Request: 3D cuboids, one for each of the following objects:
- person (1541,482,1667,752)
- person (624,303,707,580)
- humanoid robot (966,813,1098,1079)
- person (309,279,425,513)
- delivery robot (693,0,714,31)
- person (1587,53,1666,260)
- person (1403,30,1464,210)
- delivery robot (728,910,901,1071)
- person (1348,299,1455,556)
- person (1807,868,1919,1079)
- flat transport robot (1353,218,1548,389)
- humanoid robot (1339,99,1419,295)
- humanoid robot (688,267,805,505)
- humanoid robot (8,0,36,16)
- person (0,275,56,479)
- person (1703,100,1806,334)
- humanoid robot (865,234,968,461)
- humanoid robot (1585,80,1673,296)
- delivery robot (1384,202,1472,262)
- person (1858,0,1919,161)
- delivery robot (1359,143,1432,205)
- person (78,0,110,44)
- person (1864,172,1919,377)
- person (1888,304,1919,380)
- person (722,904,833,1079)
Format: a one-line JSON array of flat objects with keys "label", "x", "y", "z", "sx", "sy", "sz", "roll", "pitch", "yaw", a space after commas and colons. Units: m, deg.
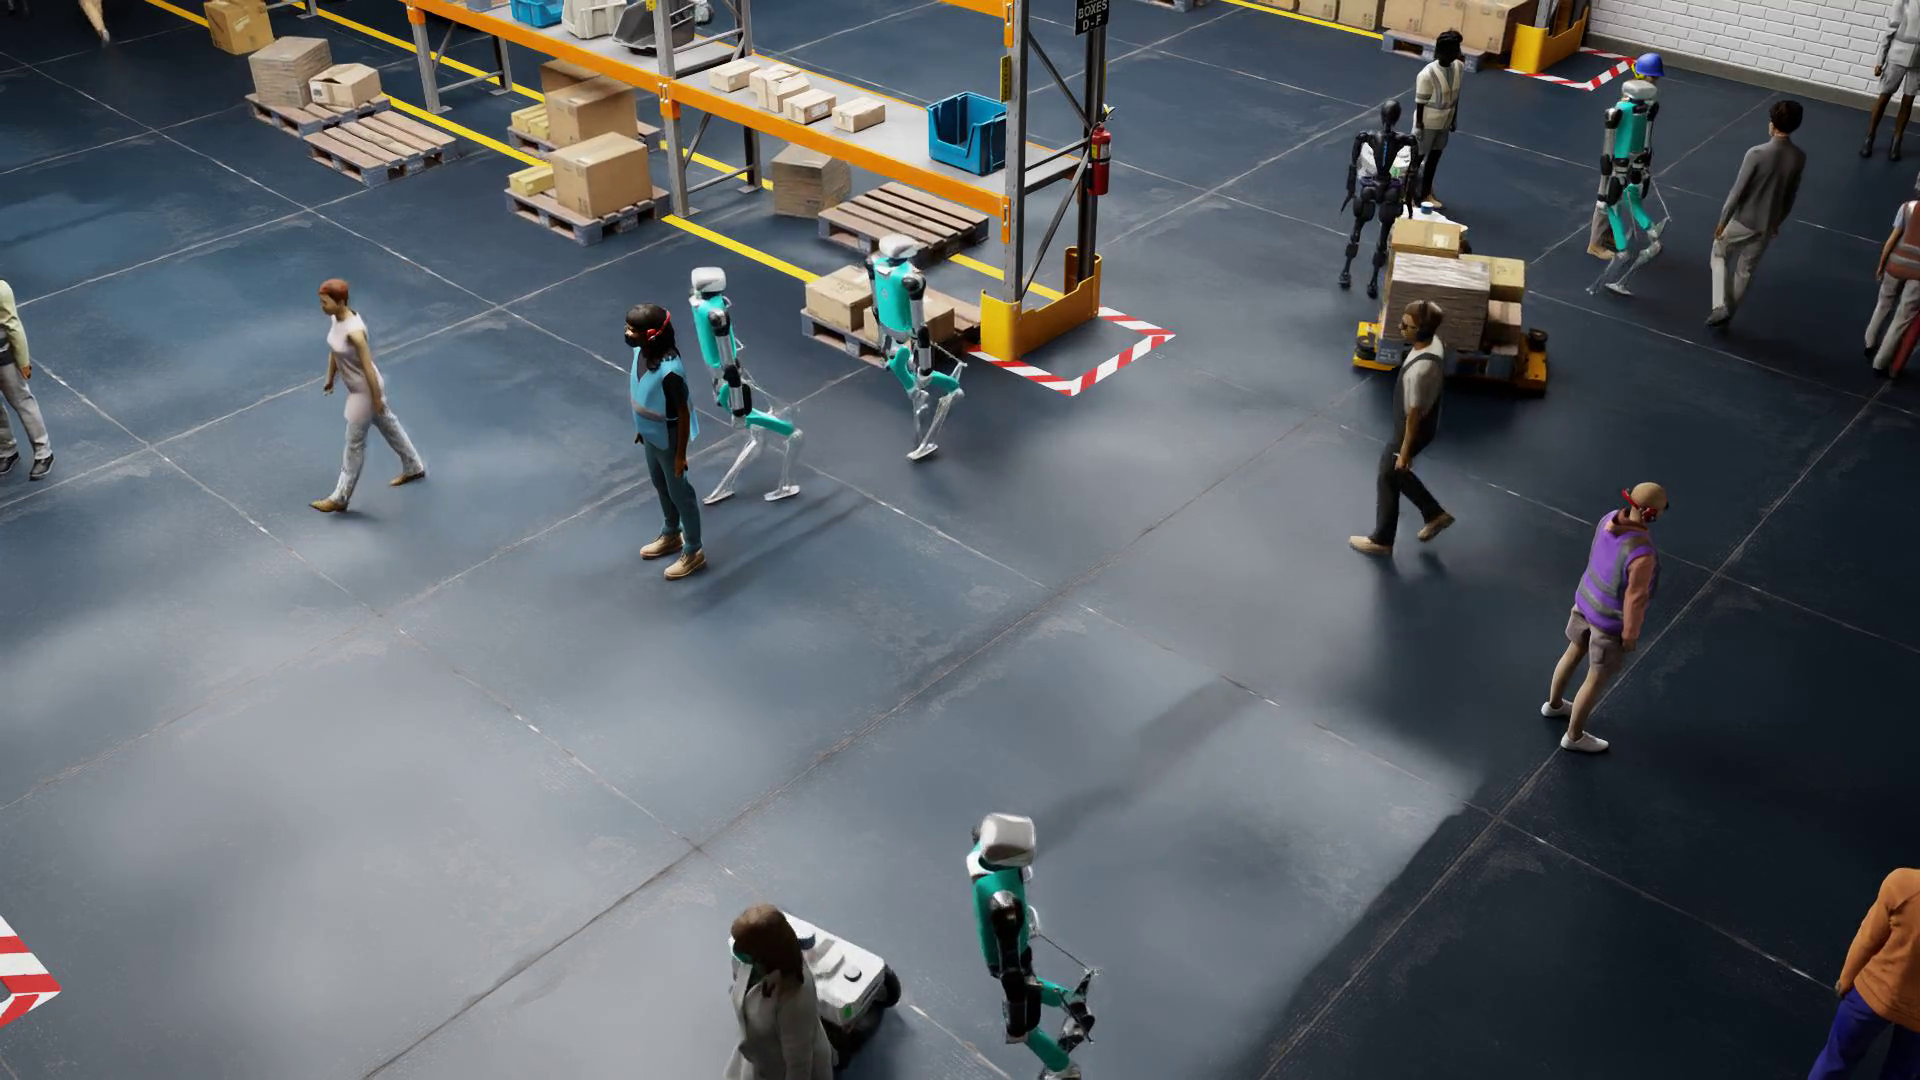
[{"label": "person", "x": 3.496, "y": 0.407, "z": 8.975, "sx": 0.354, "sy": 1.685, "sz": 0.486, "roll": -4, "pitch": 35, "yaw": -6}, {"label": "person", "x": -1.823, "y": -0.620, "z": 10.302, "sx": 0.373, "sy": 1.865, "sz": 0.535, "roll": -23, "pitch": 41, "yaw": -30}, {"label": "humanoid robot", "x": 0.371, "y": 1.834, "z": 6.901, "sx": 0.682, "sy": 1.846, "sz": 0.531, "roll": -5, "pitch": 35, "yaw": -7}, {"label": "person", "x": -4.066, "y": -0.969, "z": 11.024, "sx": 0.848, "sy": 1.620, "sz": 0.441, "roll": -20, "pitch": 39, "yaw": -26}, {"label": "delivery robot", "x": -3.361, "y": -6.364, "z": 19.761, "sx": 0.759, "sy": 0.575, "sz": 0.499, "roll": 14, "pitch": 37, "yaw": 20}, {"label": "person", "x": 5.720, "y": -3.293, "z": 14.252, "sx": 0.307, "sy": 1.778, "sz": 0.471, "roll": 23, "pitch": 41, "yaw": 29}, {"label": "person", "x": 4.280, "y": -3.767, "z": 15.013, "sx": 0.532, "sy": 1.692, "sz": 0.320, "roll": -21, "pitch": 40, "yaw": -27}, {"label": "delivery robot", "x": -0.702, "y": 1.992, "z": 7.648, "sx": 0.739, "sy": 0.566, "sz": 0.499, "roll": 19, "pitch": 39, "yaw": 25}, {"label": "person", "x": 2.858, "y": -0.675, "z": 10.412, "sx": 0.529, "sy": 1.827, "sz": 0.534, "roll": 14, "pitch": 37, "yaw": 19}, {"label": "person", "x": 3.811, "y": 1.826, "z": 6.672, "sx": 0.515, "sy": 1.973, "sz": 0.401, "roll": 20, "pitch": 39, "yaw": 26}, {"label": "flat transport robot", "x": 3.821, "y": -1.485, "z": 12.962, "sx": 1.431, "sy": 0.231, "sz": 0.659, "roll": 9, "pitch": 36, "yaw": 13}, {"label": "humanoid robot", "x": 3.449, "y": -2.838, "z": 13.672, "sx": 0.588, "sy": 1.649, "sz": 0.425, "roll": 7, "pitch": 35, "yaw": 10}, {"label": "humanoid robot", "x": -1.360, "y": -1.007, "z": 10.996, "sx": 0.880, "sy": 1.771, "sz": 0.566, "roll": -15, "pitch": 37, "yaw": -20}, {"label": "humanoid robot", "x": -11.452, "y": -7.065, "z": 19.815, "sx": 0.609, "sy": 1.663, "sz": 0.363, "roll": -11, "pitch": 36, "yaw": -16}, {"label": "person", "x": -6.592, "y": -1.252, "z": 11.258, "sx": 0.591, "sy": 1.824, "sz": 0.403, "roll": 2, "pitch": 35, "yaw": 3}, {"label": "person", "x": 6.205, "y": -2.495, "z": 13.010, "sx": 0.564, "sy": 1.870, "sz": 0.471, "roll": 1, "pitch": 35, "yaw": 1}, {"label": "humanoid robot", "x": -0.243, "y": -1.262, "z": 11.445, "sx": 0.707, "sy": 1.900, "sz": 0.537, "roll": -27, "pitch": 43, "yaw": -33}, {"label": "humanoid robot", "x": 5.528, "y": -2.775, "z": 13.563, "sx": 0.553, "sy": 1.799, "sz": 0.780, "roll": -18, "pitch": 38, "yaw": -24}, {"label": "delivery robot", "x": 4.008, "y": -2.598, "z": 14.336, "sx": 0.523, "sy": 0.610, "sz": 0.782, "roll": -26, "pitch": 42, "yaw": -33}, {"label": "person", "x": 9.163, "y": -4.629, "z": 16.061, "sx": 0.548, "sy": 1.927, "sz": 0.390, "roll": 13, "pitch": 37, "yaw": 17}, {"label": "delivery robot", "x": 4.071, "y": -3.511, "z": 15.638, "sx": 0.499, "sy": 0.587, "sz": 0.788, "roll": -8, "pitch": 35, "yaw": -12}, {"label": "person", "x": -10.066, "y": -6.577, "z": 19.055, "sx": 0.567, "sy": 1.726, "sz": 0.760, "roll": -29, "pitch": 44, "yaw": -35}, {"label": "person", "x": 7.236, "y": -2.064, "z": 12.564, "sx": 0.455, "sy": 1.669, "sz": 0.623, "roll": 29, "pitch": 44, "yaw": 35}, {"label": "person", "x": 7.383, "y": -1.964, "z": 12.348, "sx": 0.519, "sy": 1.758, "sz": 0.346, "roll": 27, "pitch": 43, "yaw": 33}, {"label": "person", "x": -0.690, "y": 2.053, "z": 6.641, "sx": 0.776, "sy": 1.631, "sz": 0.511, "roll": -26, "pitch": 42, "yaw": -32}]
